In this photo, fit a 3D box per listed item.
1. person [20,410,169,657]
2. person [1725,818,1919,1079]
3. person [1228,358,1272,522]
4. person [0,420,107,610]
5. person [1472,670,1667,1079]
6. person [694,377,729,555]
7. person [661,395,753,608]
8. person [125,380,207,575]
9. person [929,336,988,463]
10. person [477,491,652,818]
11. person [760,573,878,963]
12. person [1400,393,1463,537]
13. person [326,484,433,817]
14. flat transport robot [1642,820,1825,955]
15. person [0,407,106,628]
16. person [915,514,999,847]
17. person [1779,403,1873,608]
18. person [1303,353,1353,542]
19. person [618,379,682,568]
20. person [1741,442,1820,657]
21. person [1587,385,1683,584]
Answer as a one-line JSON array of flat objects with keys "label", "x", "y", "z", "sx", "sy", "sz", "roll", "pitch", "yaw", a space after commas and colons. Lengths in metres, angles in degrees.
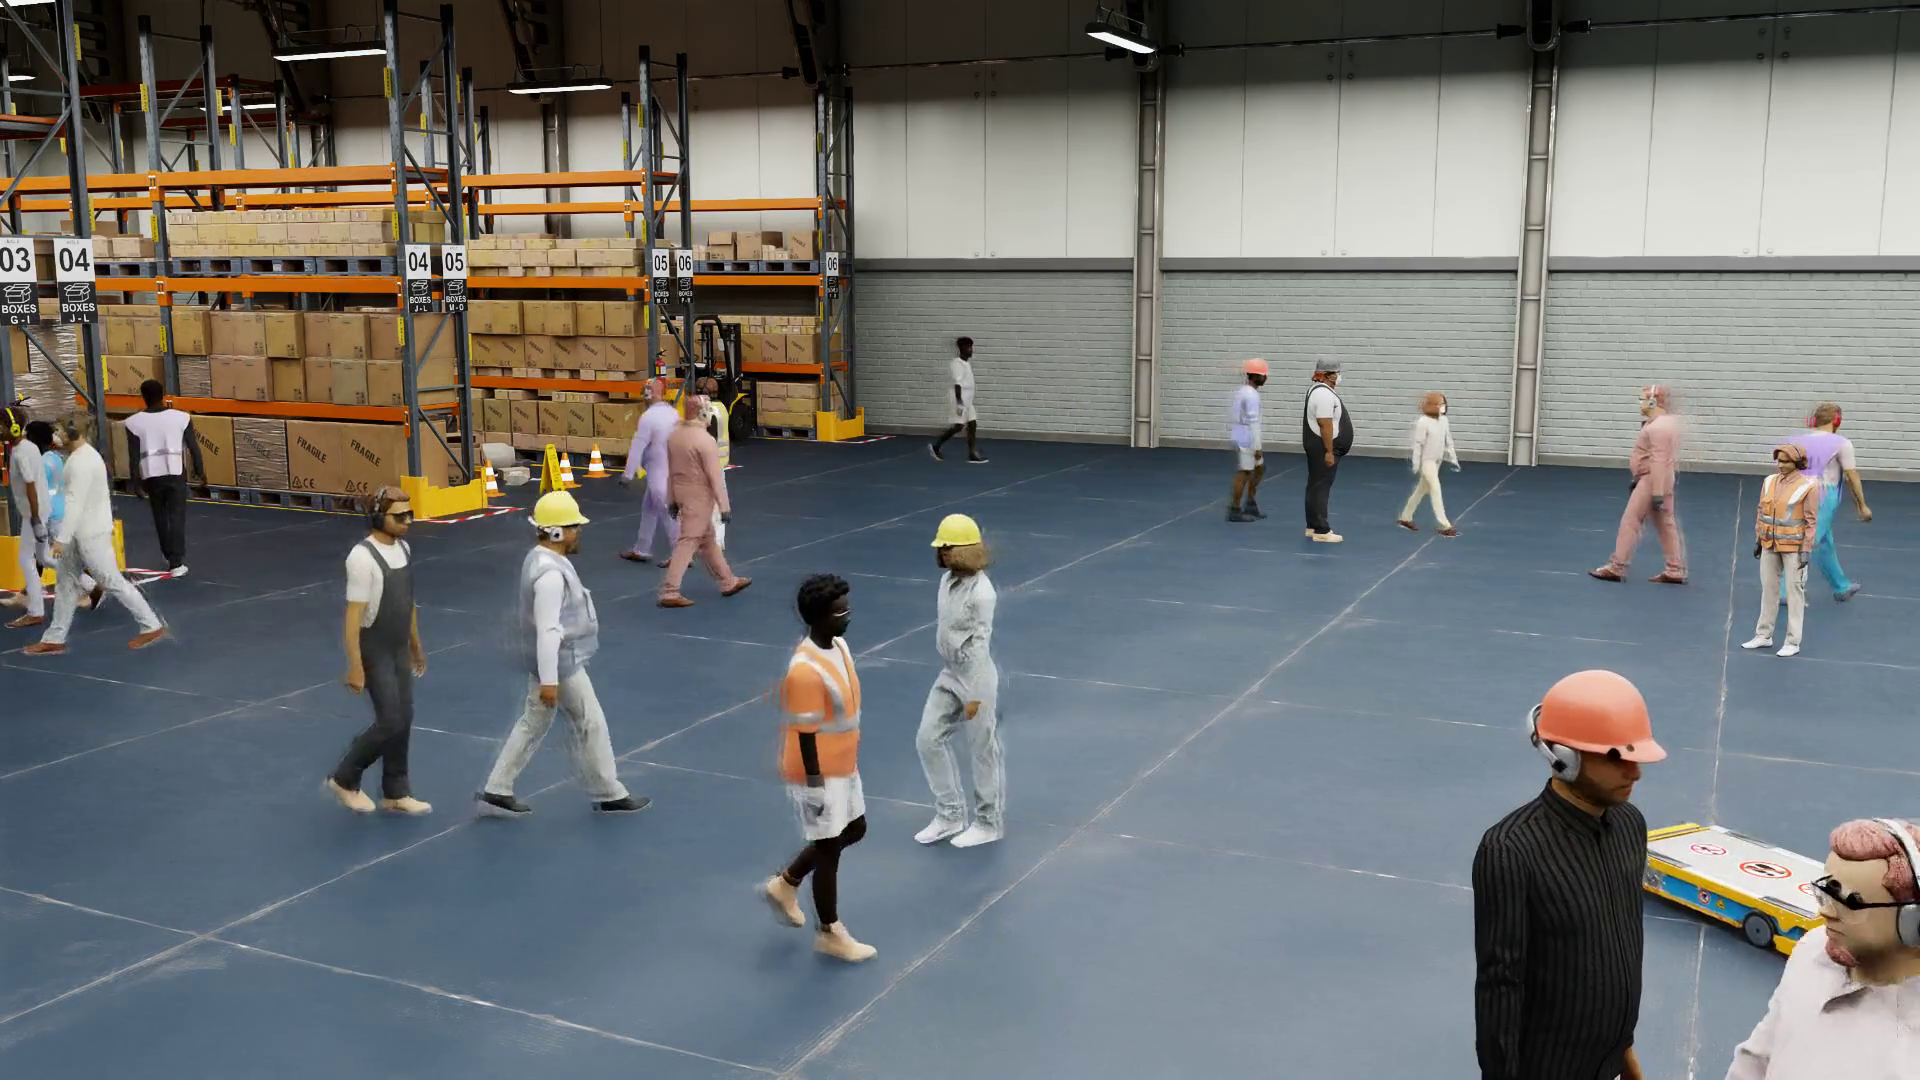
[{"label": "person", "x": -6.646, "y": -0.053, "z": 12.715, "sx": 1.006, "sy": 1.895, "sz": 0.632, "roll": -6, "pitch": 11, "yaw": -31}, {"label": "person", "x": 1.726, "y": 1.471, "z": 3.420, "sx": 0.918, "sy": 1.865, "sz": 0.656, "roll": 0, "pitch": 9, "yaw": 1}, {"label": "person", "x": 3.422, "y": -1.153, "z": 19.360, "sx": 0.642, "sy": 1.911, "sz": 0.575, "roll": 0, "pitch": 9, "yaw": -1}, {"label": "person", "x": -7.862, "y": -0.204, "z": 14.353, "sx": 0.867, "sy": 1.651, "sz": 0.538, "roll": -3, "pitch": 10, "yaw": -20}, {"label": "person", "x": 1.504, "y": 1.293, "z": 4.133, "sx": 0.612, "sy": 1.993, "sz": 0.390, "roll": -7, "pitch": 12, "yaw": -38}, {"label": "person", "x": -2.610, "y": -0.772, "z": 17.255, "sx": 0.429, "sy": 1.842, "sz": 0.636, "roll": 0, "pitch": 9, "yaw": 2}, {"label": "person", "x": -2.237, "y": -0.348, "z": 14.621, "sx": 1.013, "sy": 1.848, "sz": 0.664, "roll": -7, "pitch": 12, "yaw": -37}, {"label": "person", "x": -7.750, "y": -0.627, "z": 16.283, "sx": 0.650, "sy": 1.869, "sz": 0.946, "roll": -3, "pitch": 10, "yaw": -19}, {"label": "person", "x": -0.014, "y": -2.124, "z": 25.220, "sx": 0.823, "sy": 1.945, "sz": 0.616, "roll": 3, "pitch": 10, "yaw": 18}, {"label": "person", "x": -2.170, "y": 0.621, "z": 8.879, "sx": 0.911, "sy": 1.792, "sz": 0.603, "roll": -3, "pitch": 10, "yaw": -19}, {"label": "person", "x": -0.604, "y": 0.964, "z": 7.069, "sx": 0.472, "sy": 1.684, "sz": 0.551, "roll": 2, "pitch": 9, "yaw": 12}, {"label": "person", "x": 5.258, "y": -0.850, "z": 18.520, "sx": 0.509, "sy": 1.581, "sz": 0.877, "roll": -8, "pitch": 12, "yaw": -42}, {"label": "person", "x": -3.084, "y": 0.606, "z": 8.845, "sx": 0.449, "sy": 1.826, "sz": 0.553, "roll": 1, "pitch": 9, "yaw": 8}, {"label": "flat transport robot", "x": 3.612, "y": 1.580, "z": 7.636, "sx": 0.652, "sy": 0.197, "sz": 1.431, "roll": -4, "pitch": 10, "yaw": -26}, {"label": "person", "x": -7.542, "y": -0.197, "z": 13.757, "sx": 0.713, "sy": 1.842, "sz": 0.524, "roll": -4, "pitch": 10, "yaw": -21}, {"label": "person", "x": -0.032, "y": 0.725, "z": 8.396, "sx": 0.556, "sy": 1.721, "sz": 0.511, "roll": -5, "pitch": 11, "yaw": -30}, {"label": "person", "x": 7.554, "y": -0.300, "z": 14.557, "sx": 1.007, "sy": 1.769, "sz": 0.584, "roll": -2, "pitch": 10, "yaw": -13}, {"label": "person", "x": 4.003, "y": -1.010, "z": 18.103, "sx": 0.537, "sy": 2.000, "sz": 0.675, "roll": 0, "pitch": 9, "yaw": 2}, {"label": "person", "x": -3.087, "y": -0.652, "z": 16.460, "sx": 0.913, "sy": 1.864, "sz": 0.663, "roll": 2, "pitch": 9, "yaw": 11}, {"label": "person", "x": 6.307, "y": 0.067, "z": 12.732, "sx": 0.308, "sy": 1.639, "sz": 0.511, "roll": -4, "pitch": 10, "yaw": -23}, {"label": "person", "x": 6.391, "y": -0.517, "z": 15.615, "sx": 0.924, "sy": 1.871, "sz": 0.660, "roll": 6, "pitch": 11, "yaw": 31}]
